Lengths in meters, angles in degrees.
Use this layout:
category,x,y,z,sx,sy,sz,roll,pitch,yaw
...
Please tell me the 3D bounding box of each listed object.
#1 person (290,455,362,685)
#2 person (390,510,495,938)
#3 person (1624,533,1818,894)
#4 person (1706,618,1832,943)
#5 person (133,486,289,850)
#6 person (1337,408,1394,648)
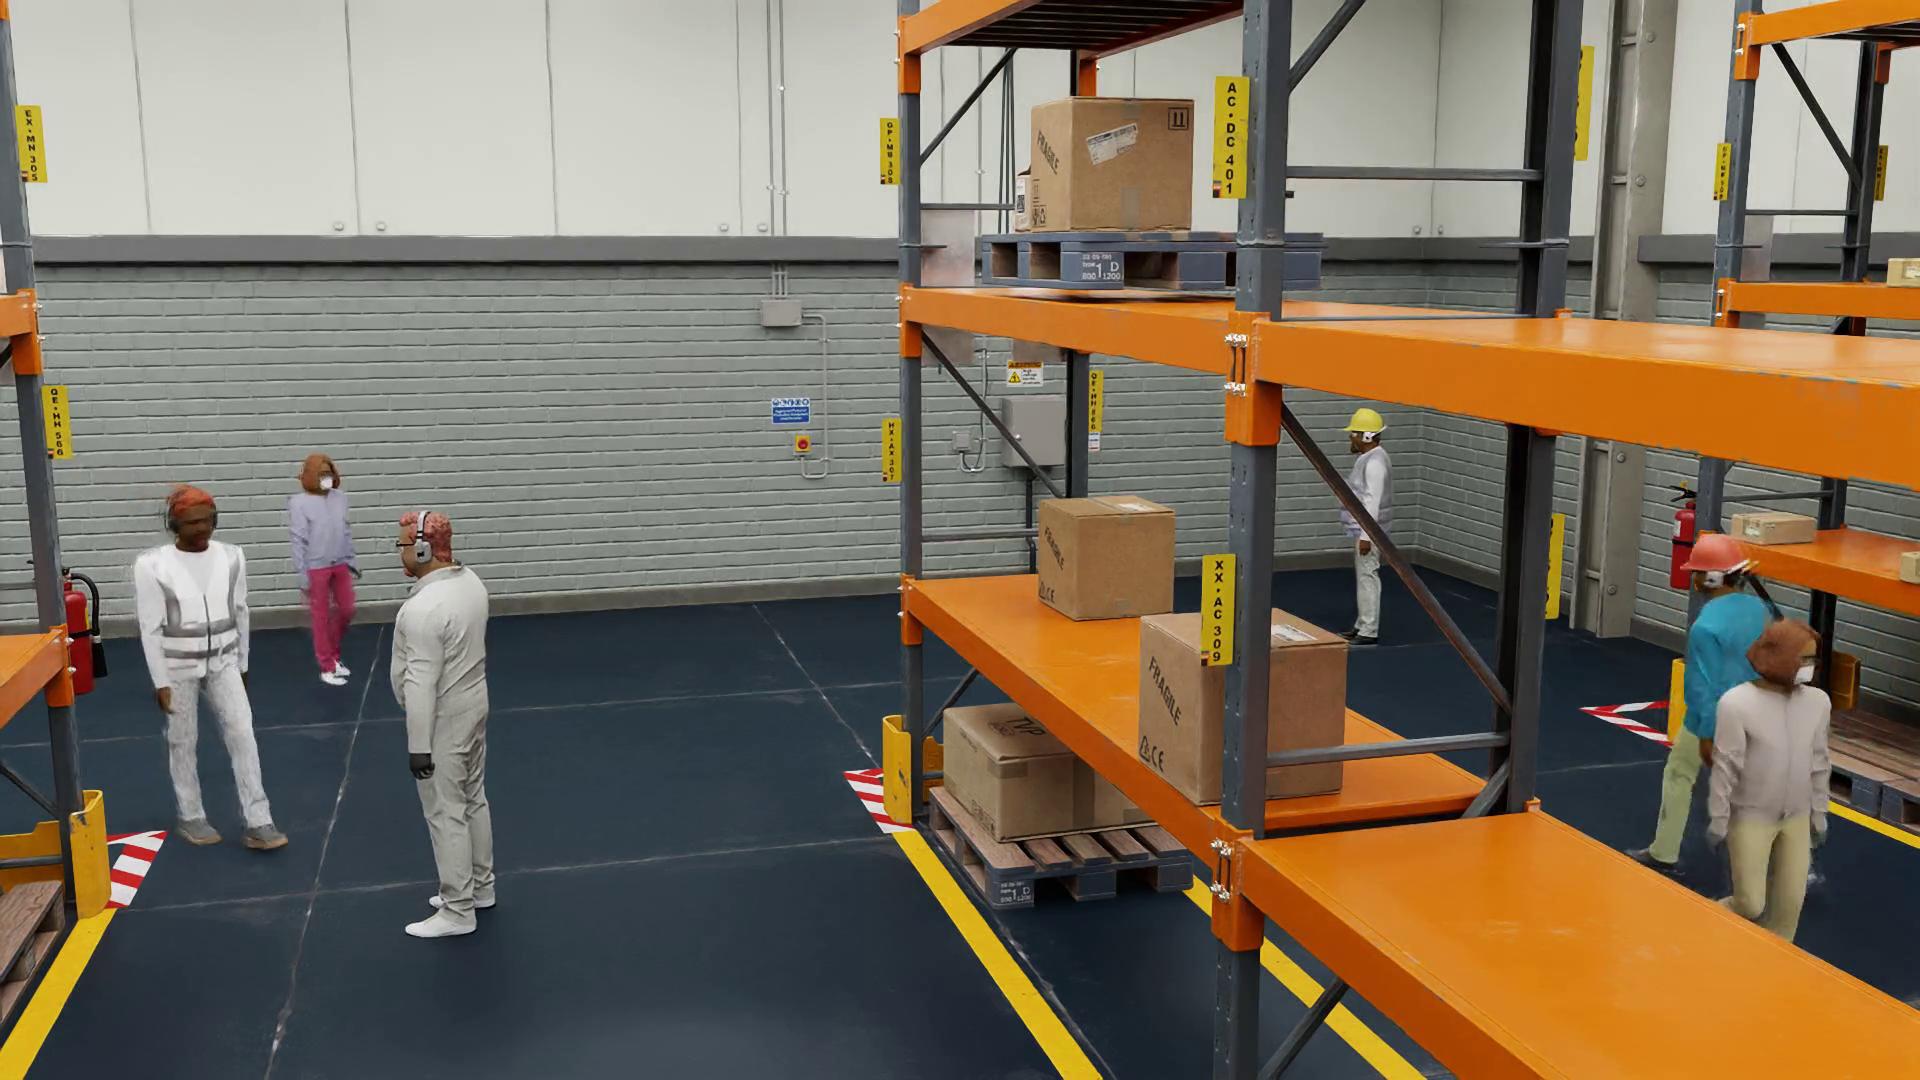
category,x,y,z,sx,sy,sz,roll,pitch,yaw
person,-4.428,0.204,11.620,0.385,1.618,0.552,5,11,28
person,-2.317,0.806,7.400,0.398,1.899,0.644,1,10,5
person,3.636,0.820,7.836,0.563,1.714,0.866,-7,12,-34
person,3.173,1.091,6.549,0.518,1.613,0.473,-2,10,-12
person,-3.732,0.669,8.278,0.863,1.851,0.594,9,13,42
person,3.099,-0.092,12.723,0.403,1.828,0.596,2,10,9
